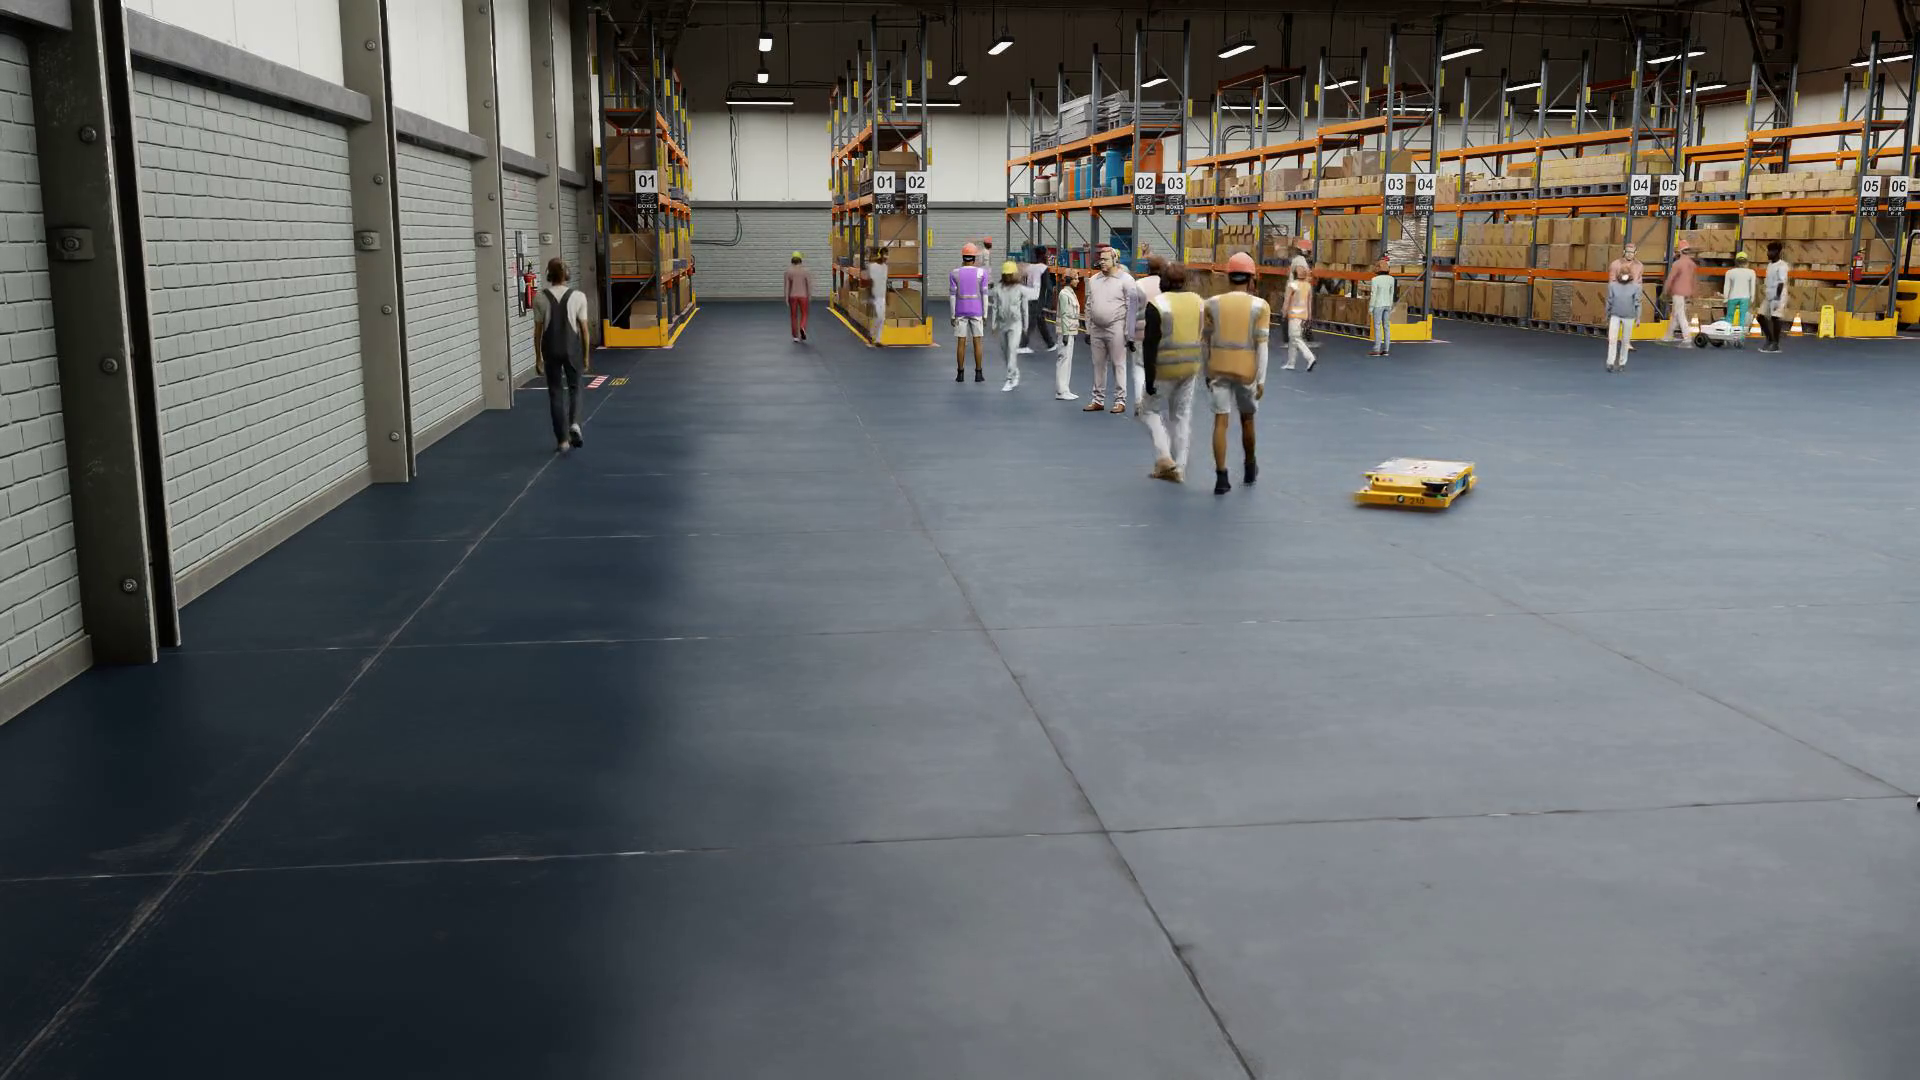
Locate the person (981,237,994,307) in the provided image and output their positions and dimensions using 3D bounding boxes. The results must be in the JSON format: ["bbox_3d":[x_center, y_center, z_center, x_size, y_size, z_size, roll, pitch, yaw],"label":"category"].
[{"bbox_3d":[0.770,-7.784,48.294,0.478,2.030,0.640,-1,10,-6],"label":"person"}]

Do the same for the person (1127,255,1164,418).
[{"bbox_3d":[2.182,-2.278,18.673,0.639,1.833,0.481,0,10,-2],"label":"person"}]

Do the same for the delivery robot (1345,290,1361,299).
[{"bbox_3d":[10.768,-6.623,45.722,0.477,0.478,0.707,-1,10,-5],"label":"delivery robot"}]

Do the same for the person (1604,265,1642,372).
[{"bbox_3d":[9.900,-3.295,24.859,0.530,1.587,0.831,5,12,27],"label":"person"}]

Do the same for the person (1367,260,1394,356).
[{"bbox_3d":[7.201,-3.968,28.463,0.502,1.633,0.280,-6,12,-30],"label":"person"}]

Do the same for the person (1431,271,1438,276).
[{"bbox_3d":[14.819,-8.427,52.035,0.414,1.960,0.674,0,10,2],"label":"person"}]

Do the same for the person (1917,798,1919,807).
[{"bbox_3d":[3.668,0.042,5.675,0.368,1.928,0.585,-7,12,-33],"label":"person"}]

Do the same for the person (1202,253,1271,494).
[{"bbox_3d":[2.230,-1.357,13.435,0.554,1.889,0.976,3,11,16],"label":"person"}]

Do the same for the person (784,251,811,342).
[{"bbox_3d":[-3.134,-4.695,32.097,0.539,1.754,0.461,-1,10,-3],"label":"person"}]

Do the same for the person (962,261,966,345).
[{"bbox_3d":[0.146,-4.406,30.911,0.522,1.623,0.596,-2,10,-9],"label":"person"}]

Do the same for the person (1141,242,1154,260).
[{"bbox_3d":[5.521,-7.901,49.353,0.396,1.900,0.683,-4,11,-19],"label":"person"}]

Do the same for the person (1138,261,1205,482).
[{"bbox_3d":[1.745,-1.373,13.721,0.633,1.828,0.438,-5,12,-27],"label":"person"}]

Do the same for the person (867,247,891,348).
[{"bbox_3d":[-1.457,-4.415,30.334,0.389,1.844,0.533,8,13,38],"label":"person"}]

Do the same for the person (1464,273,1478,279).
[{"bbox_3d":[14.461,-7.451,47.006,0.573,1.830,0.439,-6,12,-28],"label":"person"}]

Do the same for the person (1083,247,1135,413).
[{"bbox_3d":[1.708,-2.419,19.225,0.654,1.906,0.408,8,13,37],"label":"person"}]

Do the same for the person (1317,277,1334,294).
[{"bbox_3d":[11.089,-8.289,51.036,1.024,2.000,0.704,1,10,3],"label":"person"}]

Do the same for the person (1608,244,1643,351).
[{"bbox_3d":[11.813,-4.291,29.505,0.636,1.902,0.406,-1,10,-7],"label":"person"}]

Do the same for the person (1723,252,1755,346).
[{"bbox_3d":[14.549,-4.501,31.074,0.535,1.758,0.441,5,11,24],"label":"person"}]

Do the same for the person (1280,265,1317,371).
[{"bbox_3d":[5.150,-3.354,25.153,0.515,1.613,0.729,-9,13,-40],"label":"person"}]

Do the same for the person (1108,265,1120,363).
[{"bbox_3d":[2.499,-3.666,26.835,0.400,1.617,0.515,-6,12,-31],"label":"person"}]

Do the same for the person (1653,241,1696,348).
[{"bbox_3d":[13.168,-4.508,30.532,0.615,1.954,0.901,-7,13,-34],"label":"person"}]

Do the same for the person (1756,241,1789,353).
[{"bbox_3d":[14.242,-4.250,29.147,0.434,1.949,0.613,0,10,-2],"label":"person"}]

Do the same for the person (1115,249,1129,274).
[{"bbox_3d":[2.883,-4.581,31.378,0.599,1.798,0.553,-4,11,-21],"label":"person"}]

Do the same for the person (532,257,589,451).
[{"bbox_3d":[-3.767,-1.744,15.723,0.505,1.834,0.437,-2,11,-12],"label":"person"}]

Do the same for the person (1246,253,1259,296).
[{"bbox_3d":[6.321,-5.500,36.727,0.541,1.674,0.631,-2,11,-11],"label":"person"}]

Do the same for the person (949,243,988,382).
[{"bbox_3d":[0.127,-3.184,23.332,0.547,1.938,0.359,0,10,2],"label":"person"}]

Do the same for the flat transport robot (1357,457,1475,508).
[{"bbox_3d":[3.581,-0.462,12.982,0.652,0.197,1.431,5,11,25],"label":"flat transport robot"}]

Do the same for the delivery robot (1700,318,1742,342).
[{"bbox_3d":[13.833,-3.798,30.232,0.477,0.478,0.707,-5,11,-25],"label":"delivery robot"}]

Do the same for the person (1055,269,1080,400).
[{"bbox_3d":[1.342,-2.562,20.763,0.312,1.635,0.516,2,11,12],"label":"person"}]

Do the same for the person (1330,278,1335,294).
[{"bbox_3d":[11.739,-8.407,51.967,0.366,1.938,0.634,-2,11,-13],"label":"person"}]

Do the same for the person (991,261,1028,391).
[{"bbox_3d":[0.689,-2.866,22.196,0.486,1.716,0.782,4,11,23],"label":"person"}]

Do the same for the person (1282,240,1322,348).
[{"bbox_3d":[6.301,-4.498,30.464,0.820,1.959,0.630,-2,11,-13],"label":"person"}]

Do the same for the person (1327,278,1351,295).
[{"bbox_3d":[9.961,-6.918,43.653,0.629,1.985,1.046,-3,11,-14],"label":"person"}]

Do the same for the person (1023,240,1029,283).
[{"bbox_3d":[2.013,-7.921,49.298,0.355,1.936,0.637,-1,10,-5],"label":"person"}]

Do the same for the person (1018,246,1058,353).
[{"bbox_3d":[1.407,-4.223,29.244,1.035,1.862,0.622,-7,12,-33],"label":"person"}]
